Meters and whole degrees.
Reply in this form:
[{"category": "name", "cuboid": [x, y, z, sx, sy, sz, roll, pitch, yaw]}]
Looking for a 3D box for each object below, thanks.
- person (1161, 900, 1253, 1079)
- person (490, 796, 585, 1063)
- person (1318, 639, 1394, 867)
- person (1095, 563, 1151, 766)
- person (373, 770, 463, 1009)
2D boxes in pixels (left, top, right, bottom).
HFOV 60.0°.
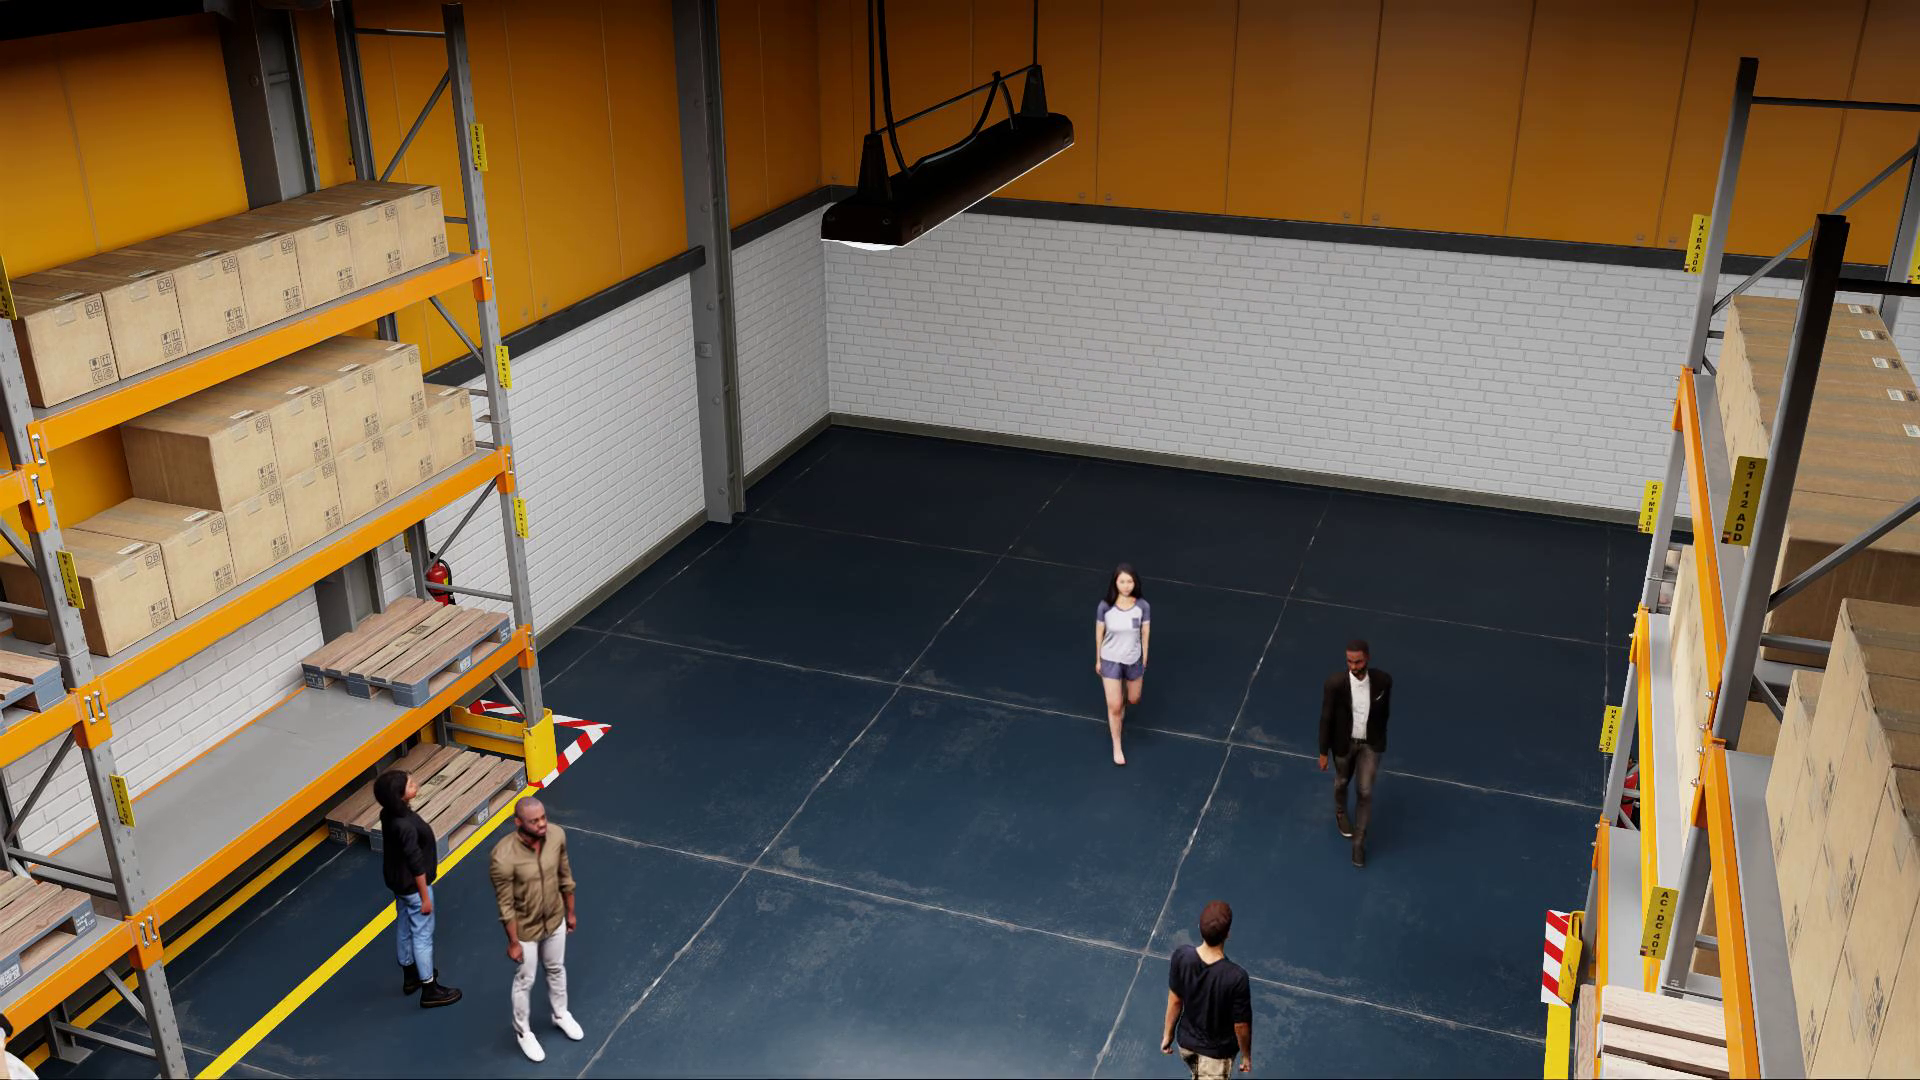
[{"category": "person", "cuboid": [1.321, 2.841, 9.147, 0.884, 1.822, 1.258, 16, 28, 32]}, {"category": "person", "cuboid": [-2.626, 2.359, 10.257, 0.842, 1.816, 0.670, 20, 31, 39]}, {"category": "person", "cuboid": [2.937, 1.483, 12.336, 0.777, 1.756, 1.014, 0, 24, 0]}, {"category": "person", "cuboid": [1.324, 0.952, 13.635, 0.827, 1.688, 1.039, -1, 24, -3]}, {"category": "person", "cuboid": [-3.540, 2.227, 10.701, 0.681, 1.701, 0.664, -20, 30, -38]}]
